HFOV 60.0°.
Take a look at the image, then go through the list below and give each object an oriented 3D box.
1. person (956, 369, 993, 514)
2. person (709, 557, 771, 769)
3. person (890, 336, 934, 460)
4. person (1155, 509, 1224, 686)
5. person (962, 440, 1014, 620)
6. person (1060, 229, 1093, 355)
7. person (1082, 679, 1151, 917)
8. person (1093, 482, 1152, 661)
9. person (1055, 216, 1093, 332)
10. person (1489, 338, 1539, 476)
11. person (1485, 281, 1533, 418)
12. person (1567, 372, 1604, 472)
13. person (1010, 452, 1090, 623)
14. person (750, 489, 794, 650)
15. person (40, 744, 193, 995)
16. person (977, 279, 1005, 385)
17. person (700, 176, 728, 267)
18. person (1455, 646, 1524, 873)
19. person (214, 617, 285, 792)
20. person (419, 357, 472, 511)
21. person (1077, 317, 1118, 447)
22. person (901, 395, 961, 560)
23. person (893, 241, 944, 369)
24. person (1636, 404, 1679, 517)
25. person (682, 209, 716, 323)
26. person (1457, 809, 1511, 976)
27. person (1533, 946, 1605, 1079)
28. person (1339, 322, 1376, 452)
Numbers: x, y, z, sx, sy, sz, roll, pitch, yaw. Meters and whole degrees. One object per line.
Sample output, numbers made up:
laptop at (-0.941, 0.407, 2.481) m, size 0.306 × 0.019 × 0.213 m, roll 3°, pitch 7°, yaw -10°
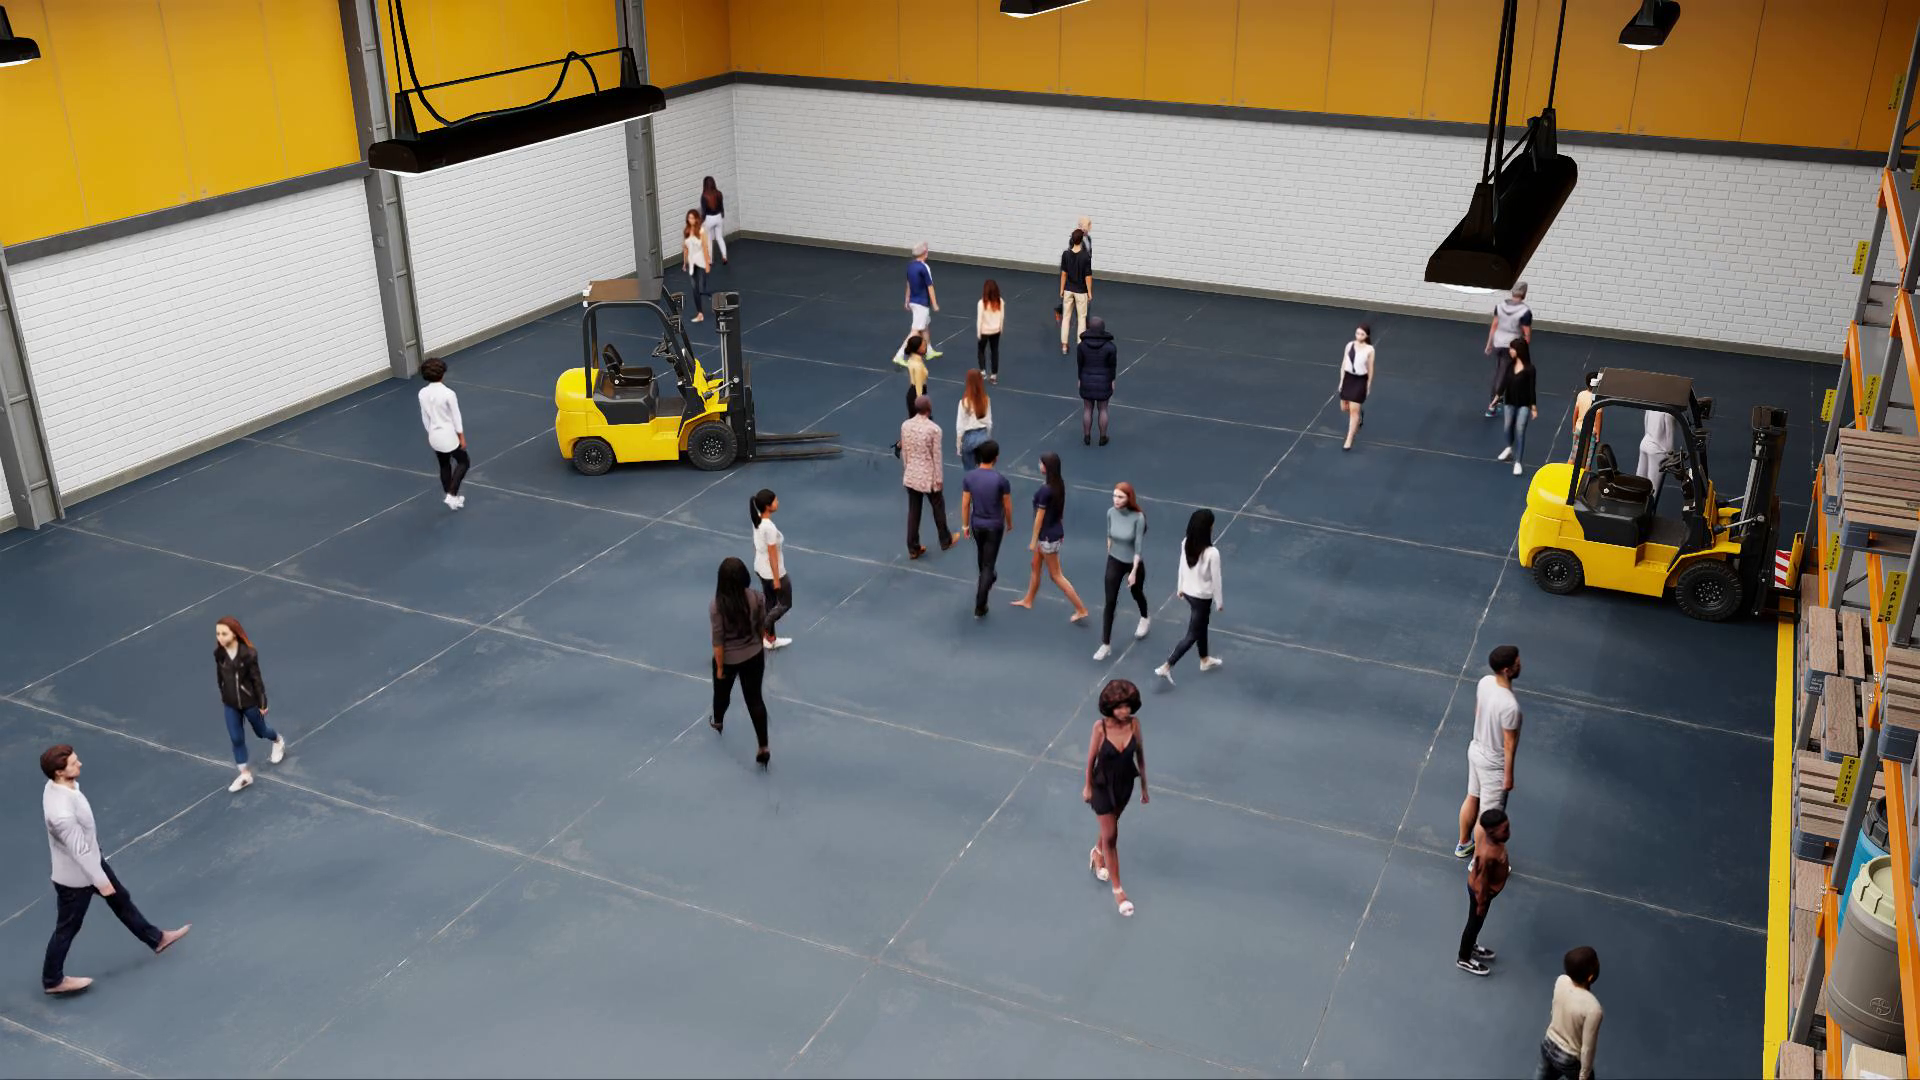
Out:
person at (0.208, -1.086, 18.766) m, size 0.777 × 1.723 × 0.830 m, roll -12°, pitch 26°, yaw -26°
person at (-1.778, 1.062, 13.766) m, size 1.165 × 1.792 × 1.151 m, roll -12°, pitch 26°, yaw -26°
person at (-0.587, -1.669, 20.201) m, size 0.861 × 1.642 × 0.816 m, roll -6°, pitch 24°, yaw -13°
person at (2.093, 0.540, 15.113) m, size 1.174 × 1.670 × 0.980 m, roll -14°, pitch 27°, yaw -29°
person at (0.248, -0.065, 16.421) m, size 0.673 × 1.731 × 1.154 m, roll 8°, pitch 25°, yaw 18°
person at (1.707, -3.646, 24.460) m, size 0.630 × 1.852 × 0.541 m, roll 10°, pitch 26°, yaw 22°
person at (1.080, 1.781, 12.167) m, size 1.022 × 1.755 × 1.063 m, roll -9°, pitch 25°, yaw -20°
person at (1.618, 0.251, 15.735) m, size 0.659 × 1.701 × 1.190 m, roll 14°, pitch 27°, yaw 29°
person at (1.791, -4.076, 25.527) m, size 0.888 × 1.786 × 0.995 m, roll 17°, pitch 29°, yaw 33°
person at (6.788, -1.675, 20.255) m, size 1.056 × 1.610 × 0.955 m, roll -19°, pitch 30°, yaw -37°
person at (7.135, -2.490, 21.881) m, size 1.063 × 1.800 × 0.950 m, roll -18°, pitch 29°, yaw -35°
person at (7.355, -1.277, 19.530) m, size 0.631 × 1.461 × 0.605 m, roll -14°, pitch 27°, yaw -29°
person at (0.945, 0.009, 16.252) m, size 0.619 × 1.731 × 1.027 m, roll 11°, pitch 26°, yaw 23°
person at (-1.861, 0.314, 15.669) m, size 0.808 × 1.637 × 0.744 m, roll -11°, pitch 26°, yaw -24°
person at (-5.972, 2.228, 11.088) m, size 1.285 × 1.800 × 1.167 m, roll -11°, pitch 26°, yaw -24°
person at (0.443, -2.897, 23.220) m, size 0.740 × 1.473 × 0.804 m, roll -11°, pitch 26°, yaw -23°
person at (-4.327, -5.597, 29.234) m, size 0.812 × 1.604 × 0.852 m, roll -17°, pitch 29°, yaw -34°
person at (3.966, 1.619, 12.414) m, size 0.831 × 1.854 × 0.713 m, roll -4°, pitch 24°, yaw -8°
person at (-5.850, 1.286, 13.669) m, size 0.749 × 1.459 × 0.996 m, roll 3°, pitch 24°, yaw 7°
person at (-5.868, -1.164, 18.849) m, size 0.723 × 1.800 × 0.757 m, roll 6°, pitch 24°, yaw 14°
person at (1.712, -2.001, 20.921) m, size 0.713 × 1.673 × 0.697 m, roll 6°, pitch 24°, yaw 14°
person at (-0.431, -0.638, 17.657) m, size 0.772 × 1.790 × 0.933 m, roll 14°, pitch 27°, yaw 29°
person at (-0.642, -3.351, 23.850) m, size 1.259 × 1.800 × 1.058 m, roll -14°, pitch 27°, yaw -29°
person at (7.769, -1.008, 18.572) m, size 0.777 × 1.736 × 0.681 m, roll -5°, pitch 24°, yaw -10°
person at (-4.069, -4.325, 26.119) m, size 0.613 × 1.768 × 0.853 m, roll 12°, pitch 26°, yaw 25°
person at (3.588, 2.385, 11.413) m, size 0.578 × 1.252 × 0.411 m, roll 12°, pitch 26°, yaw 25°
person at (3.489, 3.023, 9.728) m, size 0.997 × 1.433 × 0.912 m, roll -10°, pitch 26°, yaw -22°
person at (4.981, -1.940, 20.828) m, size 0.656 × 1.636 × 0.888 m, roll 16°, pitch 28°, yaw 32°
